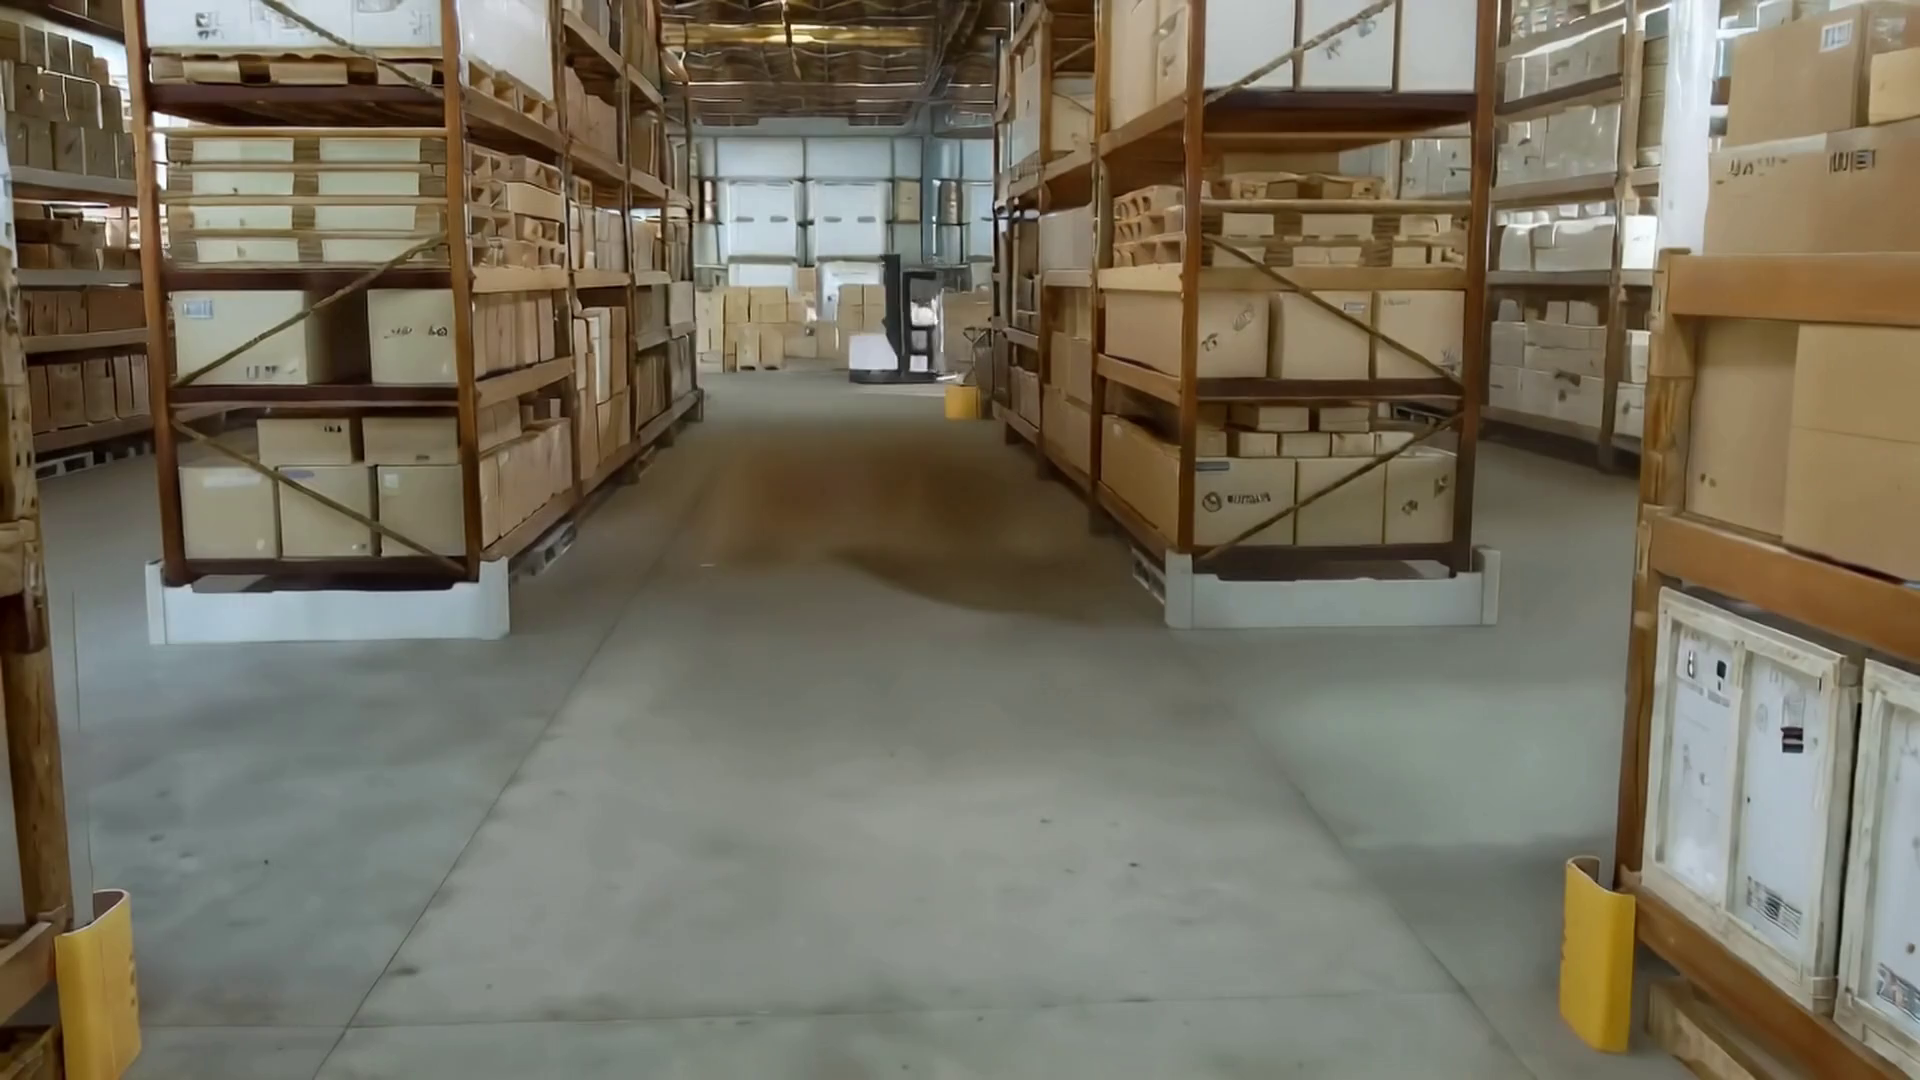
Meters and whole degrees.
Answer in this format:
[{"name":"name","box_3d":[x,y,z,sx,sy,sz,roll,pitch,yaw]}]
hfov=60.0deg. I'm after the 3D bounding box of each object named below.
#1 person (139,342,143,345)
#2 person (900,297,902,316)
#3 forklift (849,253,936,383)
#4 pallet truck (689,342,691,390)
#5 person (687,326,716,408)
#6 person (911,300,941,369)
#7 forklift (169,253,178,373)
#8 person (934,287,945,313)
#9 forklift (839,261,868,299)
[{"name":"person","box_3d":[-23.266,-6.117,47.408,0.532,1.868,0.310,1,9,6]},{"name":"person","box_3d":[-2.306,-7.828,57.979,0.634,1.930,0.384,3,10,20]},{"name":"forklift","box_3d":[-1.495,-4.853,36.305,1.873,2.768,1.129,-1,9,-4]},{"name":"pallet truck","box_3d":[-5.225,-3.008,27.480,1.885,1.965,0.823,2,9,14]},{"name":"person","box_3d":[-4.689,-3.097,29.088,0.843,1.652,0.549,-2,9,-13]},{"name":"person","box_3d":[-0.818,-4.571,37.936,0.788,1.803,0.430,2,9,15]},{"name":"forklift","box_3d":[-15.961,-4.630,34.905,1.129,2.768,1.873,-1,9,-4]},{"name":"person","box_3d":[-0.638,-8.305,60.963,0.592,1.925,0.385,-1,9,-5]},{"name":"forklift","box_3d":[-3.639,-8.143,56.963,1.129,2.768,1.873,3,10,20]}]
